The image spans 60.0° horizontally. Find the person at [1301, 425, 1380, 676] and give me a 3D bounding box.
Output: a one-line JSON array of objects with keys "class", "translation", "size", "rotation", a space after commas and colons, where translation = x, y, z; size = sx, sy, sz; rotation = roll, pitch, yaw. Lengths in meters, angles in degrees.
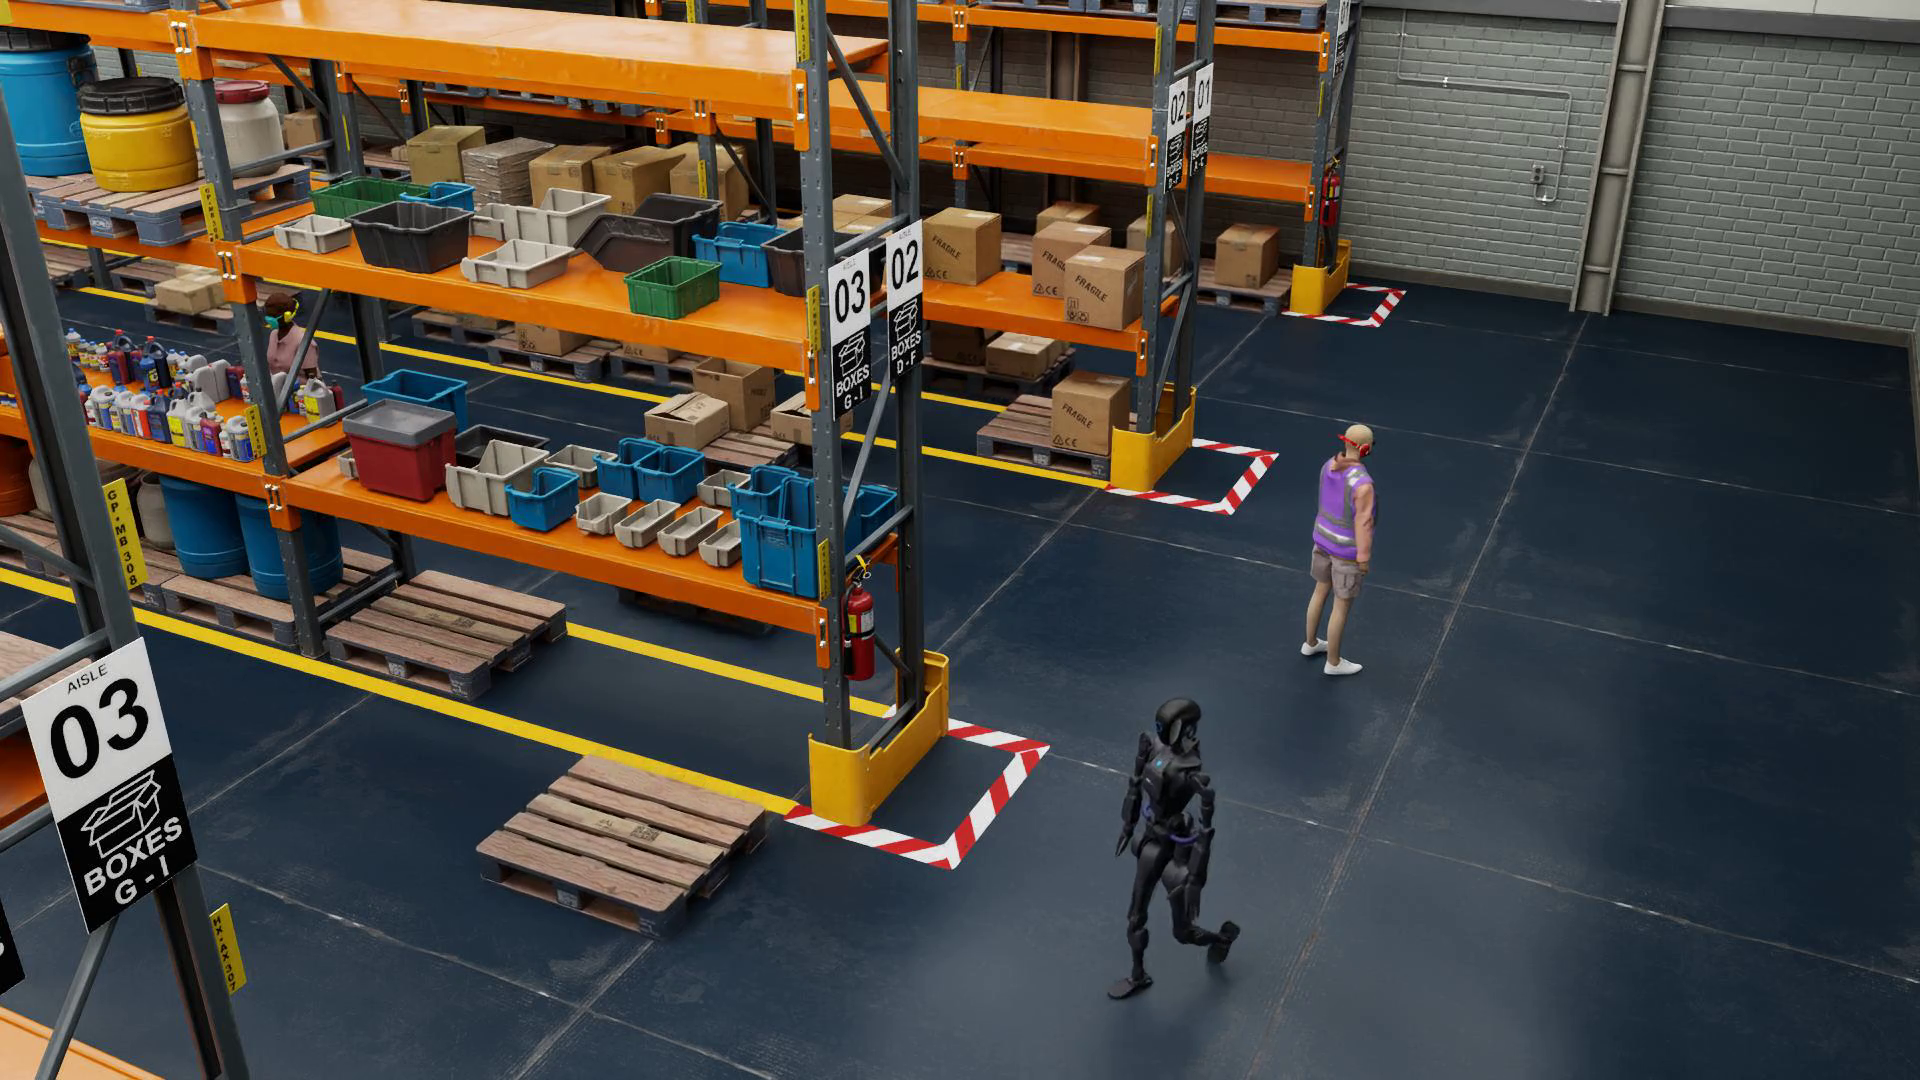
[{"class": "person", "translation": [2.426, 0.057, 10.590], "size": [0.348, 1.688, 0.492], "rotation": [-11, 28, -21]}]

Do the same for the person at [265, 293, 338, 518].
[{"class": "person", "translation": [-5.005, -1.020, 12.654], "size": [0.505, 1.793, 0.338], "rotation": [16, 30, 29]}]

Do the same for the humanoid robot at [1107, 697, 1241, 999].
[{"class": "humanoid robot", "translation": [1.040, 1.425, 7.854], "size": [0.699, 1.624, 0.600], "rotation": [-16, 31, -30]}]
